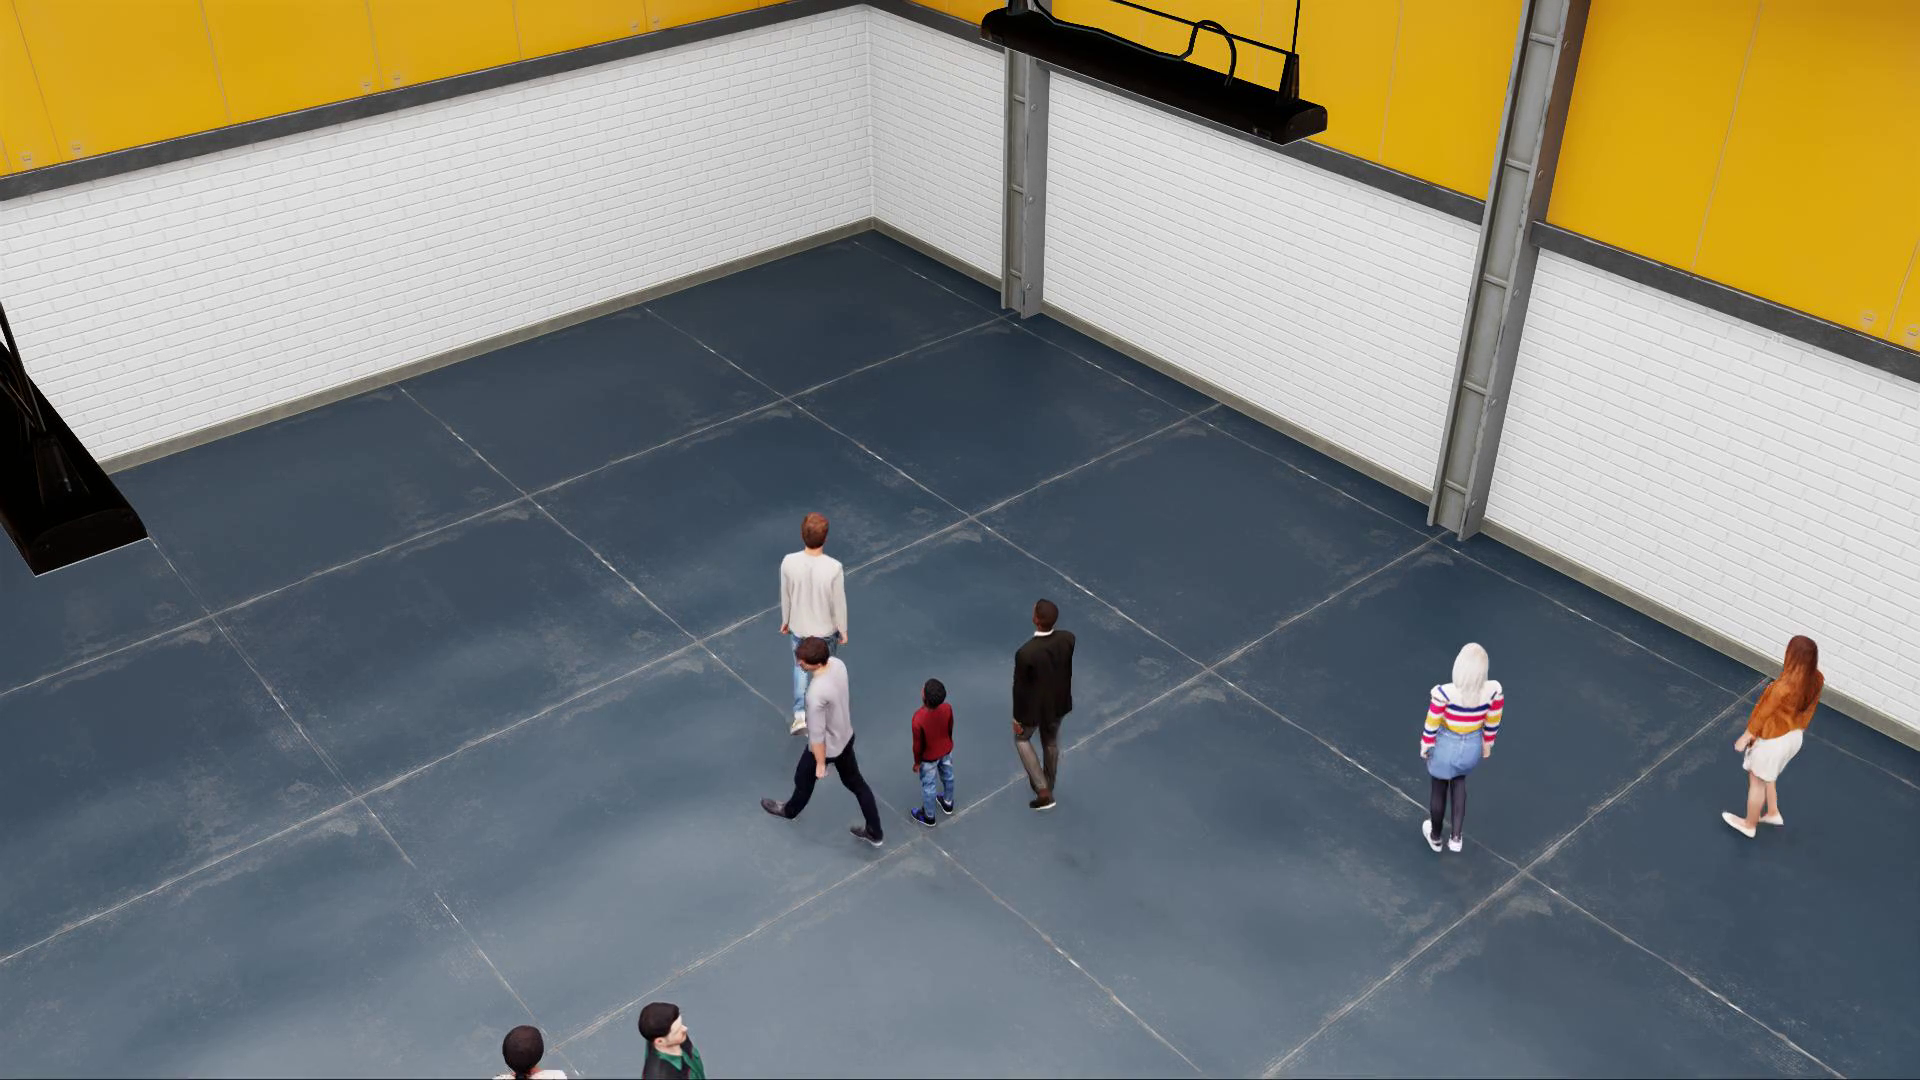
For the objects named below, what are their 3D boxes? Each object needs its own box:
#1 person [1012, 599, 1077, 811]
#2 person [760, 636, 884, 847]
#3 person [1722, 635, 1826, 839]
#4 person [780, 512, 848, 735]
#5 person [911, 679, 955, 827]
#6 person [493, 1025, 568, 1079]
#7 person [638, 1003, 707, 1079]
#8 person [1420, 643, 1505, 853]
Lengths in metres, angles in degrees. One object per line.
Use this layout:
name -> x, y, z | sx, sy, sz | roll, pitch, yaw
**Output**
person -> 0.641, 1.222, 11.745 | 0.756, 1.790, 0.825 | -16, 37, -22
person -> -0.808, 1.430, 11.440 | 1.303, 1.782, 1.091 | 14, 36, 20
person -> 5.717, 1.425, 11.510 | 0.657, 1.712, 0.679 | -18, 38, -25
person -> -1.111, 0.694, 12.457 | 1.021, 1.881, 1.067 | 5, 34, 8
person -> -0.180, 1.494, 11.818 | 0.506, 1.256, 0.483 | -23, 40, -31
person -> -2.199, 3.266, 8.725 | 0.734, 1.729, 0.771 | -6, 34, -10
person -> -1.498, 3.120, 8.790 | 0.823, 1.901, 0.713 | -4, 34, -6
person -> 3.410, 1.480, 11.346 | 0.830, 1.802, 0.884 | -1, 34, -1
